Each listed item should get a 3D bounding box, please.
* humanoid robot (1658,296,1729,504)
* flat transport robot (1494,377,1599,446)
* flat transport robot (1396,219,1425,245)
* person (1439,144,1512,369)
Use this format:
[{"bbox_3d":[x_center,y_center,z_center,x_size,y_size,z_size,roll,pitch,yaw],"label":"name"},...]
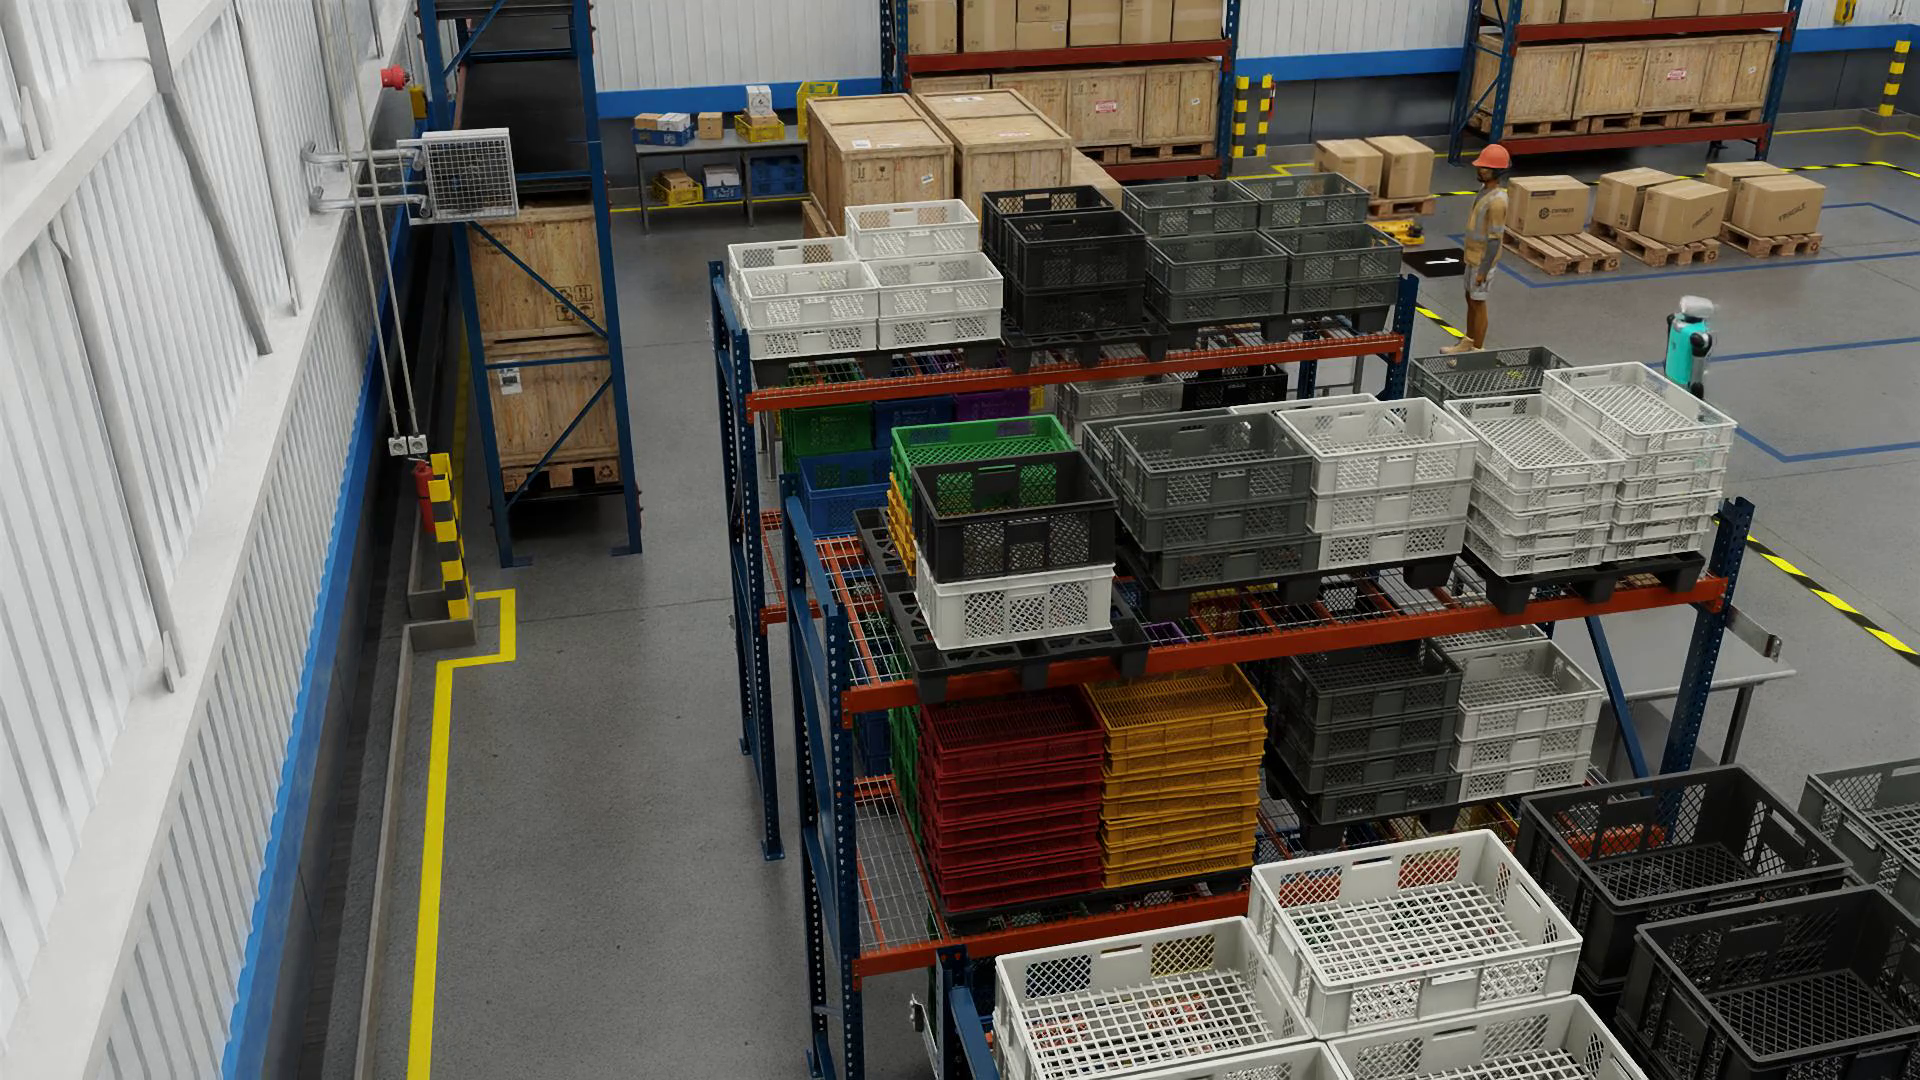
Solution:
[{"bbox_3d":[5.451,-0.944,12.274,0.922,1.763,0.536,-1,28,-2],"label":"humanoid robot"},{"bbox_3d":[4.780,-1.036,14.013,0.659,0.231,1.431,-6,28,-12],"label":"flat transport robot"},{"bbox_3d":[4.675,-3.654,18.949,0.652,0.197,1.431,-6,28,-12],"label":"flat transport robot"},{"bbox_3d":[4.663,-2.542,14.965,0.360,2.047,0.612,2,28,3],"label":"person"}]
